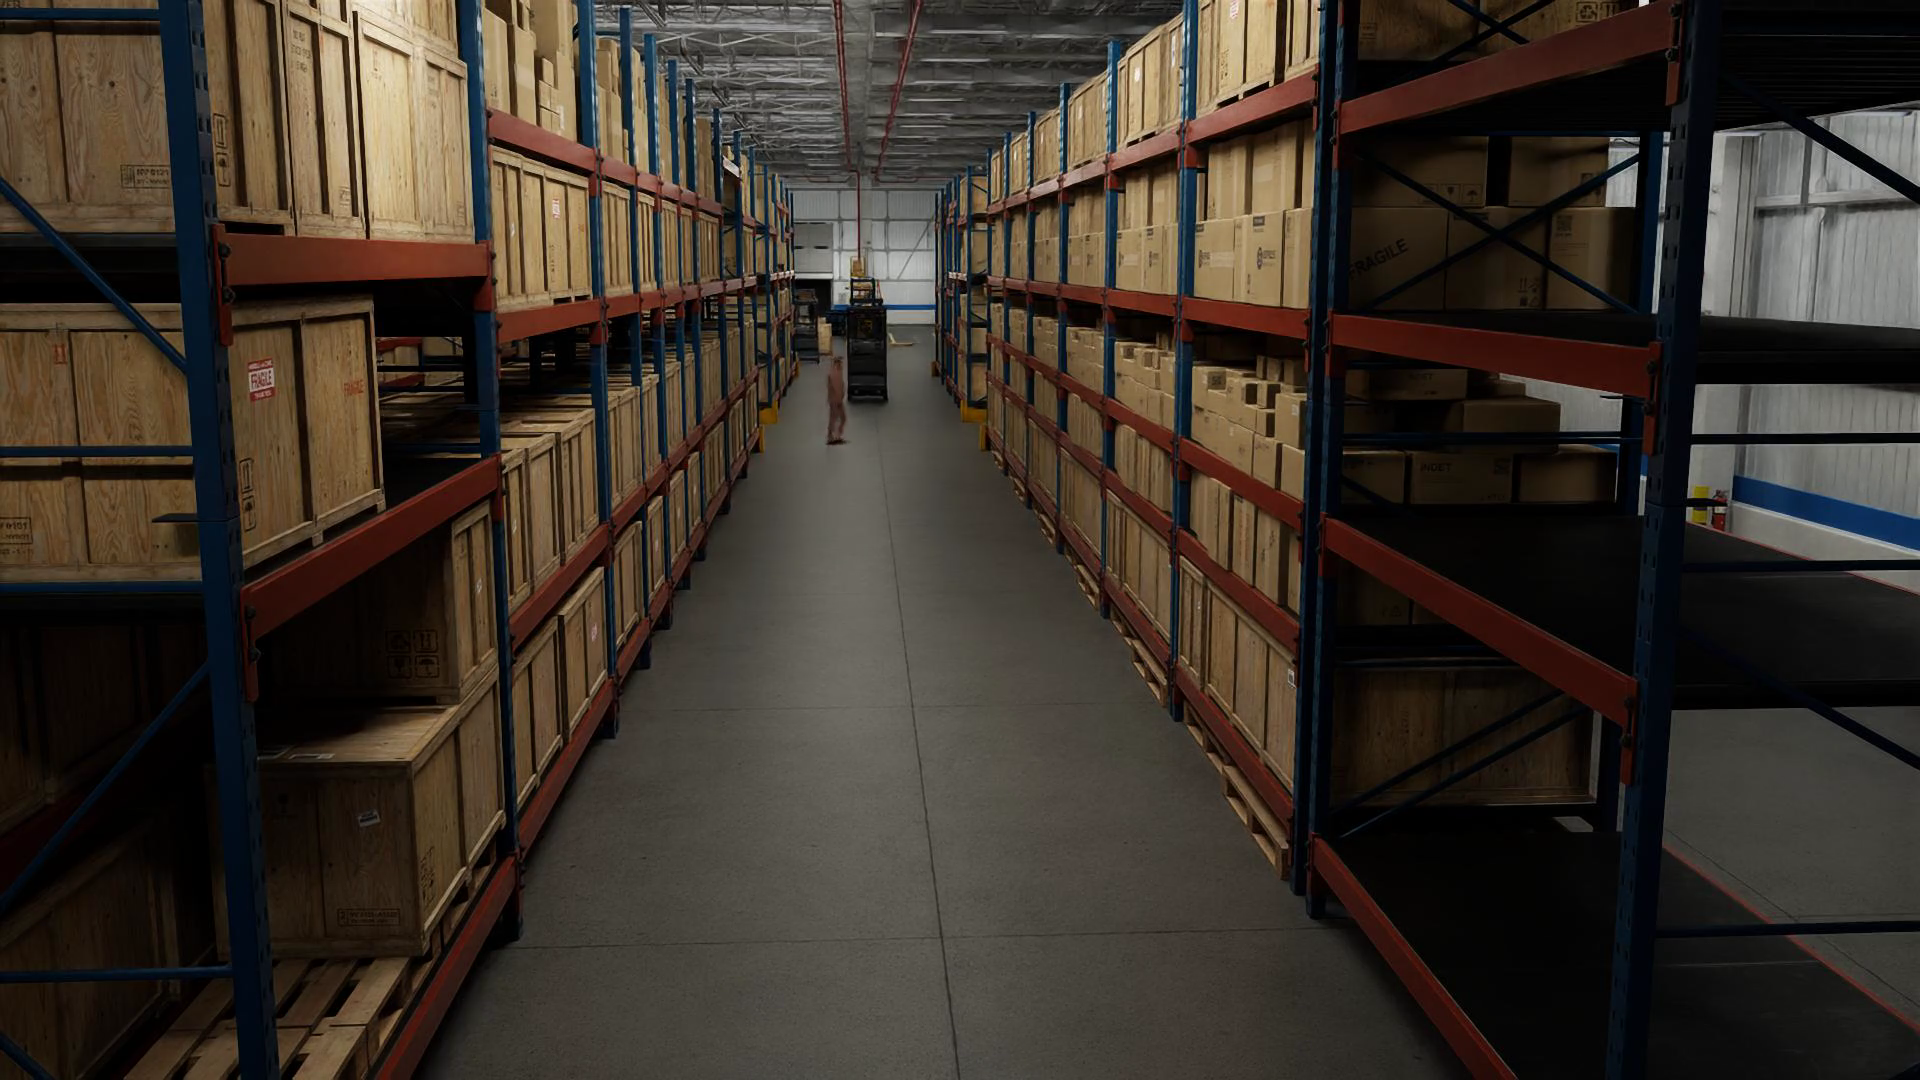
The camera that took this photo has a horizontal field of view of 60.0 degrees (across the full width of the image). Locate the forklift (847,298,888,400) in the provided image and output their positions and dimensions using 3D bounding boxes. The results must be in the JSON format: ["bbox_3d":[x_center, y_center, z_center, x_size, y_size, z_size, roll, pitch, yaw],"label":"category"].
[{"bbox_3d":[-2.605,-5.363,46.505,1.129,2.768,1.873,-1,10,-3],"label":"forklift"}]

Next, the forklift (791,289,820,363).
[{"bbox_3d":[-5.967,-8.141,63.095,1.129,2.768,1.873,-2,10,-10],"label":"forklift"}]

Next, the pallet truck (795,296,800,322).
[{"bbox_3d":[-8.622,-12.439,91.403,1.885,1.965,0.823,2,10,13],"label":"pallet truck"}]

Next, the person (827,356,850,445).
[{"bbox_3d":[-2.521,-2.920,34.881,0.653,1.883,0.681,0,10,-1],"label":"person"}]
